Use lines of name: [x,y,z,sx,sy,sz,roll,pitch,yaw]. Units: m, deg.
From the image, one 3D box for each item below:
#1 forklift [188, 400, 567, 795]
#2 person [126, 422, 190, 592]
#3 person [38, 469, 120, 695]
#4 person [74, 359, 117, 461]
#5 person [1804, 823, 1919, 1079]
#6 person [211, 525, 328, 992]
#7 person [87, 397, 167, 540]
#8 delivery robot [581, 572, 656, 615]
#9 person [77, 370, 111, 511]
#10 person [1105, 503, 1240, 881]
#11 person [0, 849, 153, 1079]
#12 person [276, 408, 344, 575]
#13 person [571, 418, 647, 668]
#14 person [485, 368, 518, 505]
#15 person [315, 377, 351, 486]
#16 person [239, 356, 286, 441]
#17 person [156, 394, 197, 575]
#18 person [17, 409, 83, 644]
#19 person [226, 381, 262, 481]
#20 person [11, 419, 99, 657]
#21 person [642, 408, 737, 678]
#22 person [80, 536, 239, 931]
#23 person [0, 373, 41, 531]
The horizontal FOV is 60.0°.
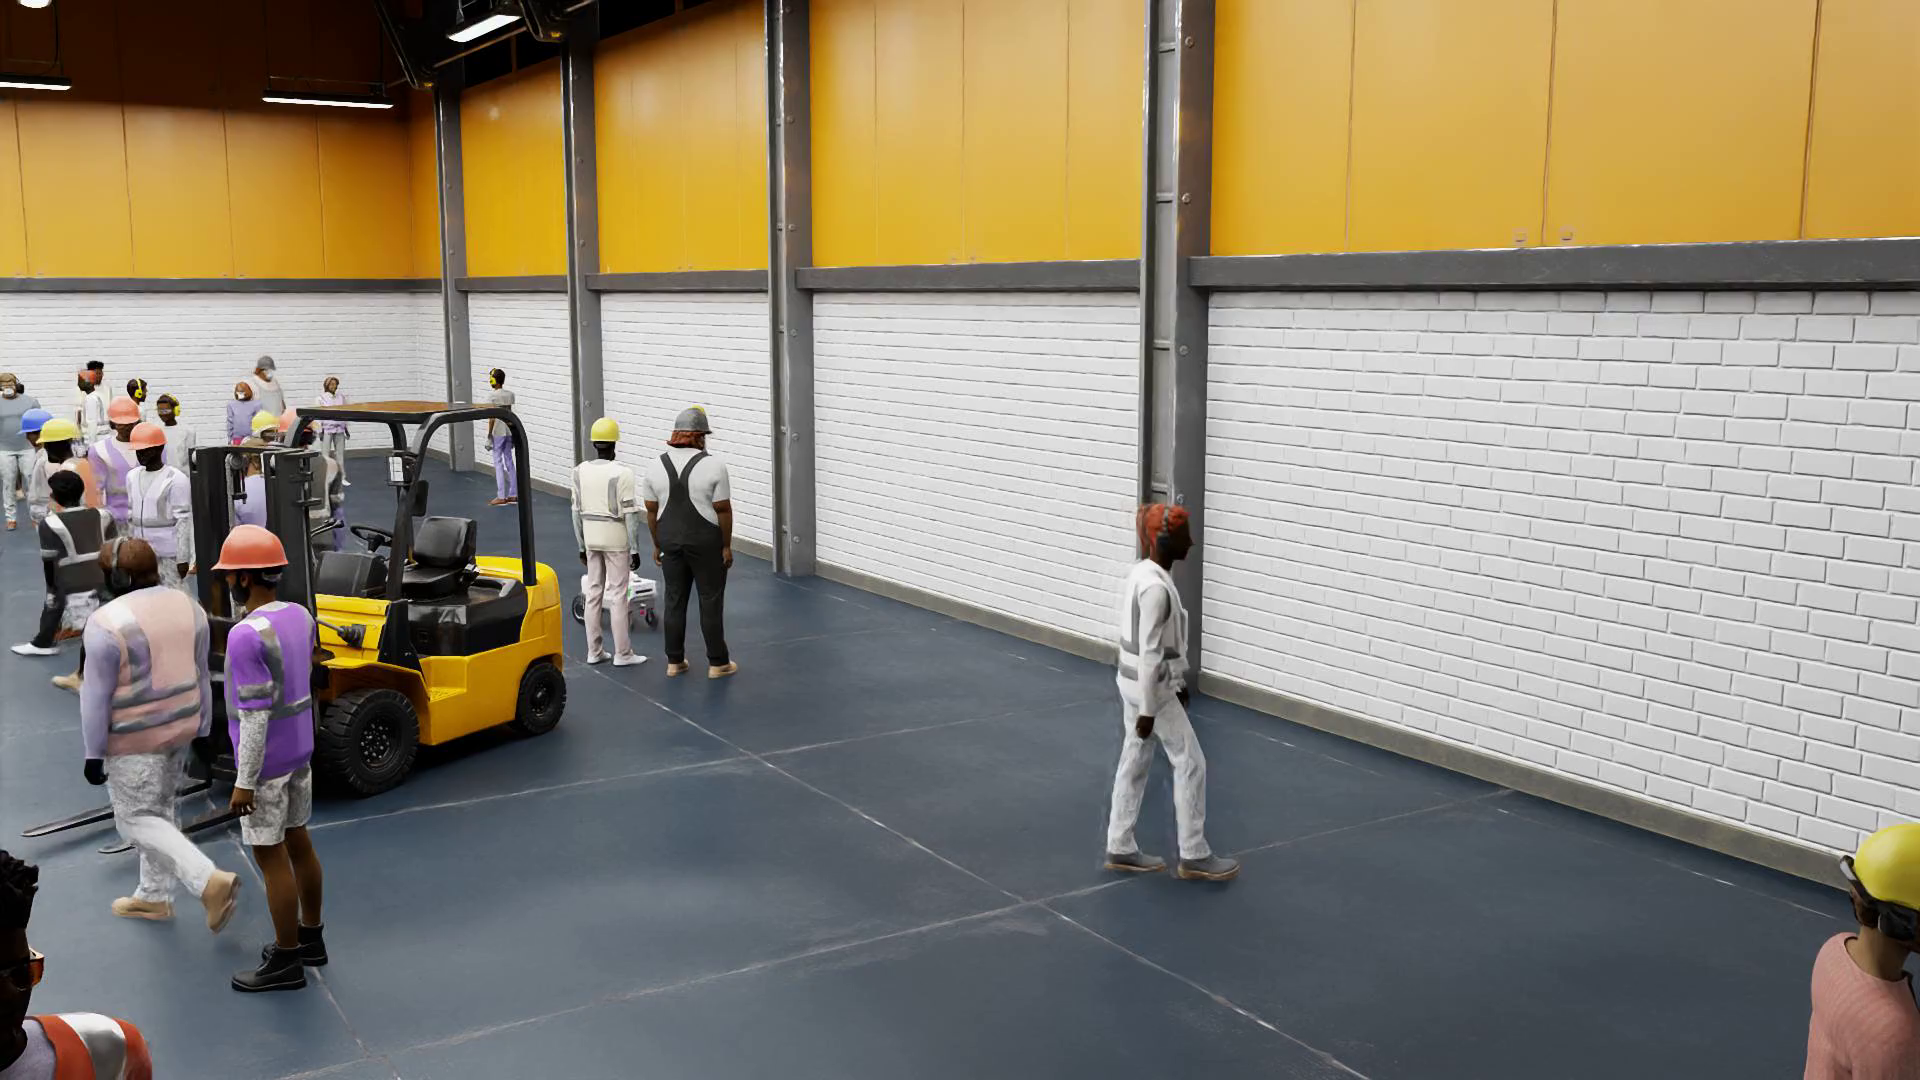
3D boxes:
forklift: [-3.529,0.258,10.348,1.214,2.155,2.313,4,9,25]
person: [-6.014,0.080,12.466,0.540,1.929,0.390,3,9,21]
person: [-6.125,0.329,11.669,0.822,1.651,0.538,4,10,28]
person: [-12.581,-1.666,24.195,0.890,1.938,0.609,5,10,29]
person: [2.007,1.469,3.677,0.341,1.755,0.532,2,9,15]
person: [-2.878,0.898,6.896,0.362,1.935,0.553,0,8,3]
person: [-6.919,-0.187,13.923,0.612,2.029,0.407,-6,11,-37]
delivery robot: [-2.949,0.430,14.374,0.707,0.478,0.477,7,11,41]
person: [-11.382,-1.295,21.903,0.347,1.877,0.573,-3,9,-22]
person: [1.079,0.748,8.186,0.781,1.860,0.581,0,8,-1]
person: [-1.643,1.482,2.862,0.367,1.966,0.607,6,10,35]
person: [-4.895,0.039,12.386,0.607,2.033,0.418,-8,11,-42]
person: [-2.713,0.049,12.833,0.590,1.873,0.354,4,9,25]
person: [-6.254,-1.401,22.634,0.311,1.865,0.534,5,10,29]
person: [-9.344,-1.610,24.785,0.309,1.645,0.515,7,11,38]
person: [-10.303,-1.780,24.601,1.040,2.000,0.683,4,9,26]
person: [-8.022,-0.561,17.006,0.513,1.862,0.322,1,9,7]
person: [-7.488,-0.116,13.735,0.412,1.937,0.605,-5,10,-32]
person: [-10.176,-1.442,23.690,0.499,1.633,0.281,-1,9,-9]
person: [-7.126,-0.020,13.239,0.787,1.889,0.607,-1,9,-8]
person: [-1.994,0.012,12.520,0.673,2.000,0.536,2,9,16]
person: [-3.572,0.880,7.442,0.752,1.815,0.630,3,9,17]
person: [-11.497,-1.073,20.235,0.636,1.928,0.386,-5,10,-31]
